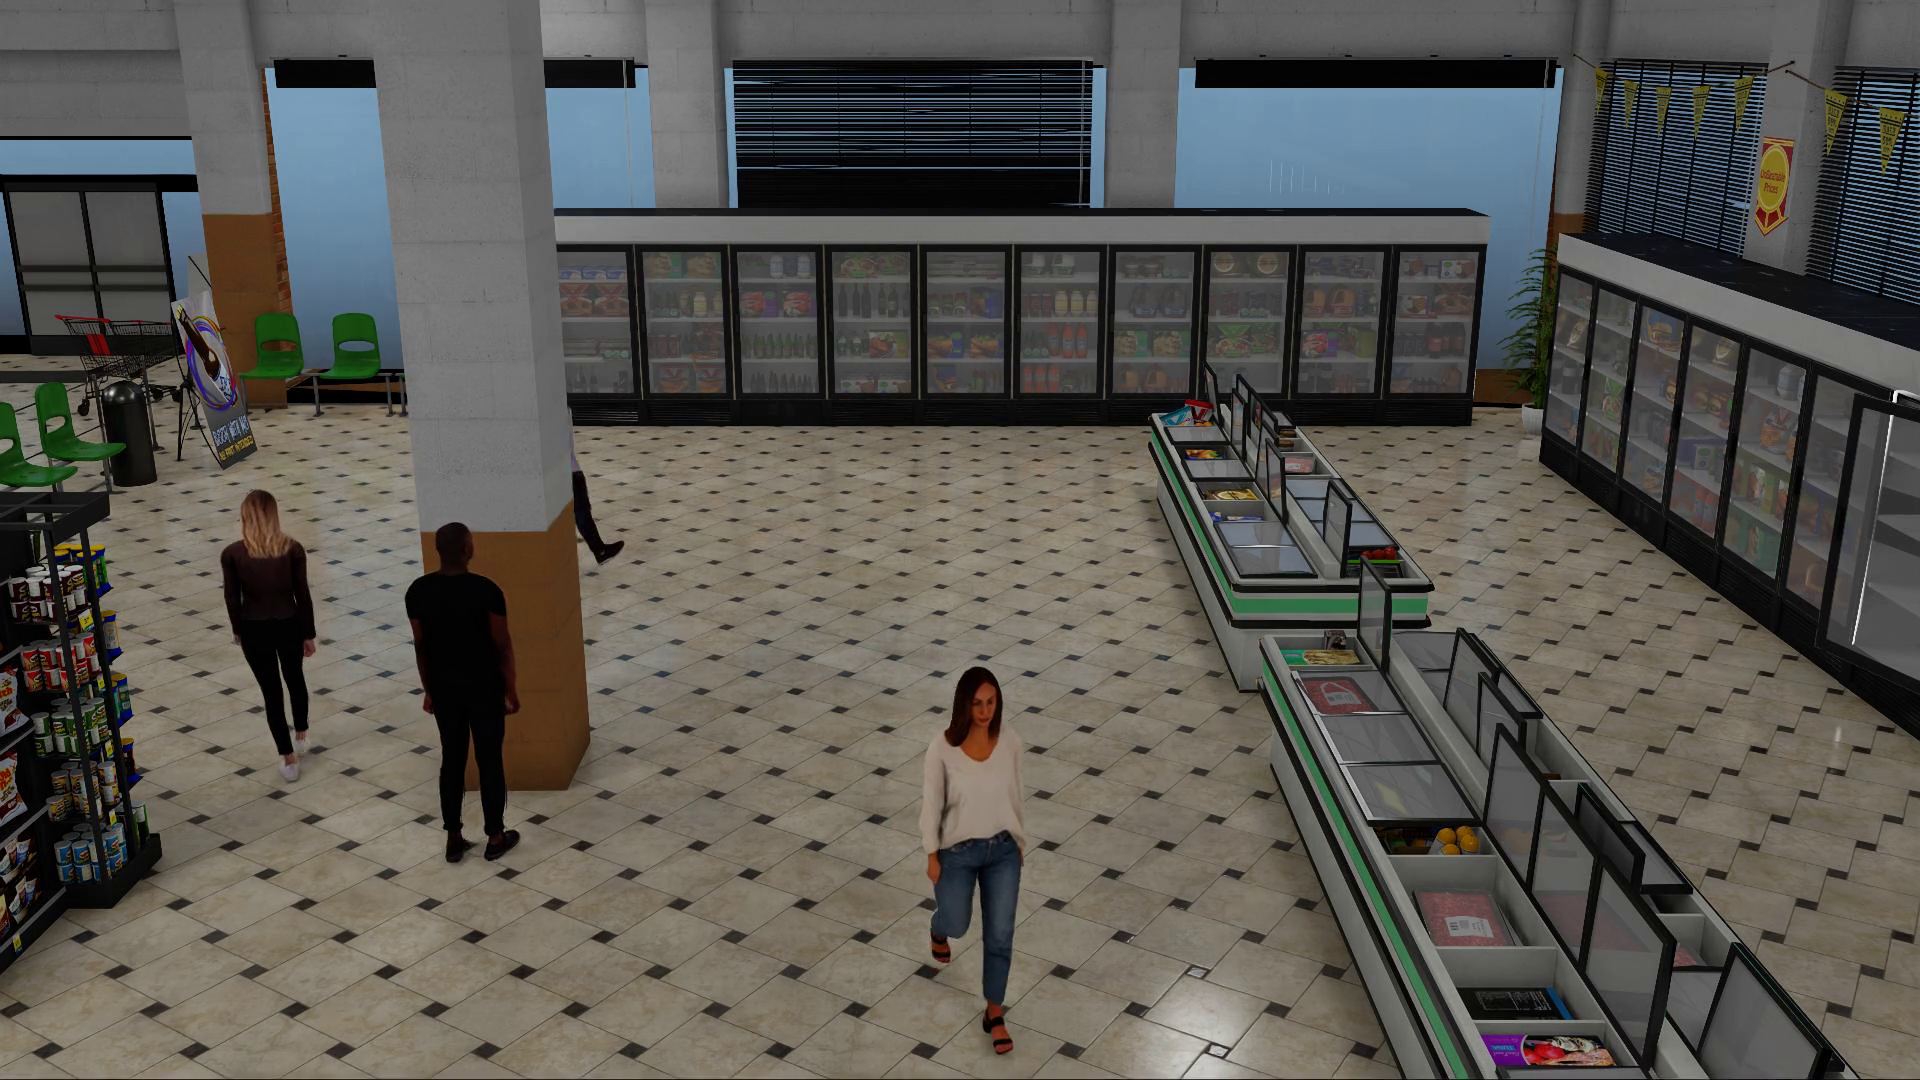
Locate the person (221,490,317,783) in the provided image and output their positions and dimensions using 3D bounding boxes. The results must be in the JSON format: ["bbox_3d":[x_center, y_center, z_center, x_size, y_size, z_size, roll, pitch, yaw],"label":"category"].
[{"bbox_3d":[-3.919,0.579,9.493,0.778,1.681,0.869,-9,19,-27],"label":"person"}]

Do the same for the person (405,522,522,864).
[{"bbox_3d":[-2.543,0.786,8.559,0.694,1.828,0.648,2,17,5],"label":"person"}]

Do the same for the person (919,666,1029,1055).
[{"bbox_3d":[0.042,1.308,7.133,0.796,1.658,1.049,-5,18,-15],"label":"person"}]
